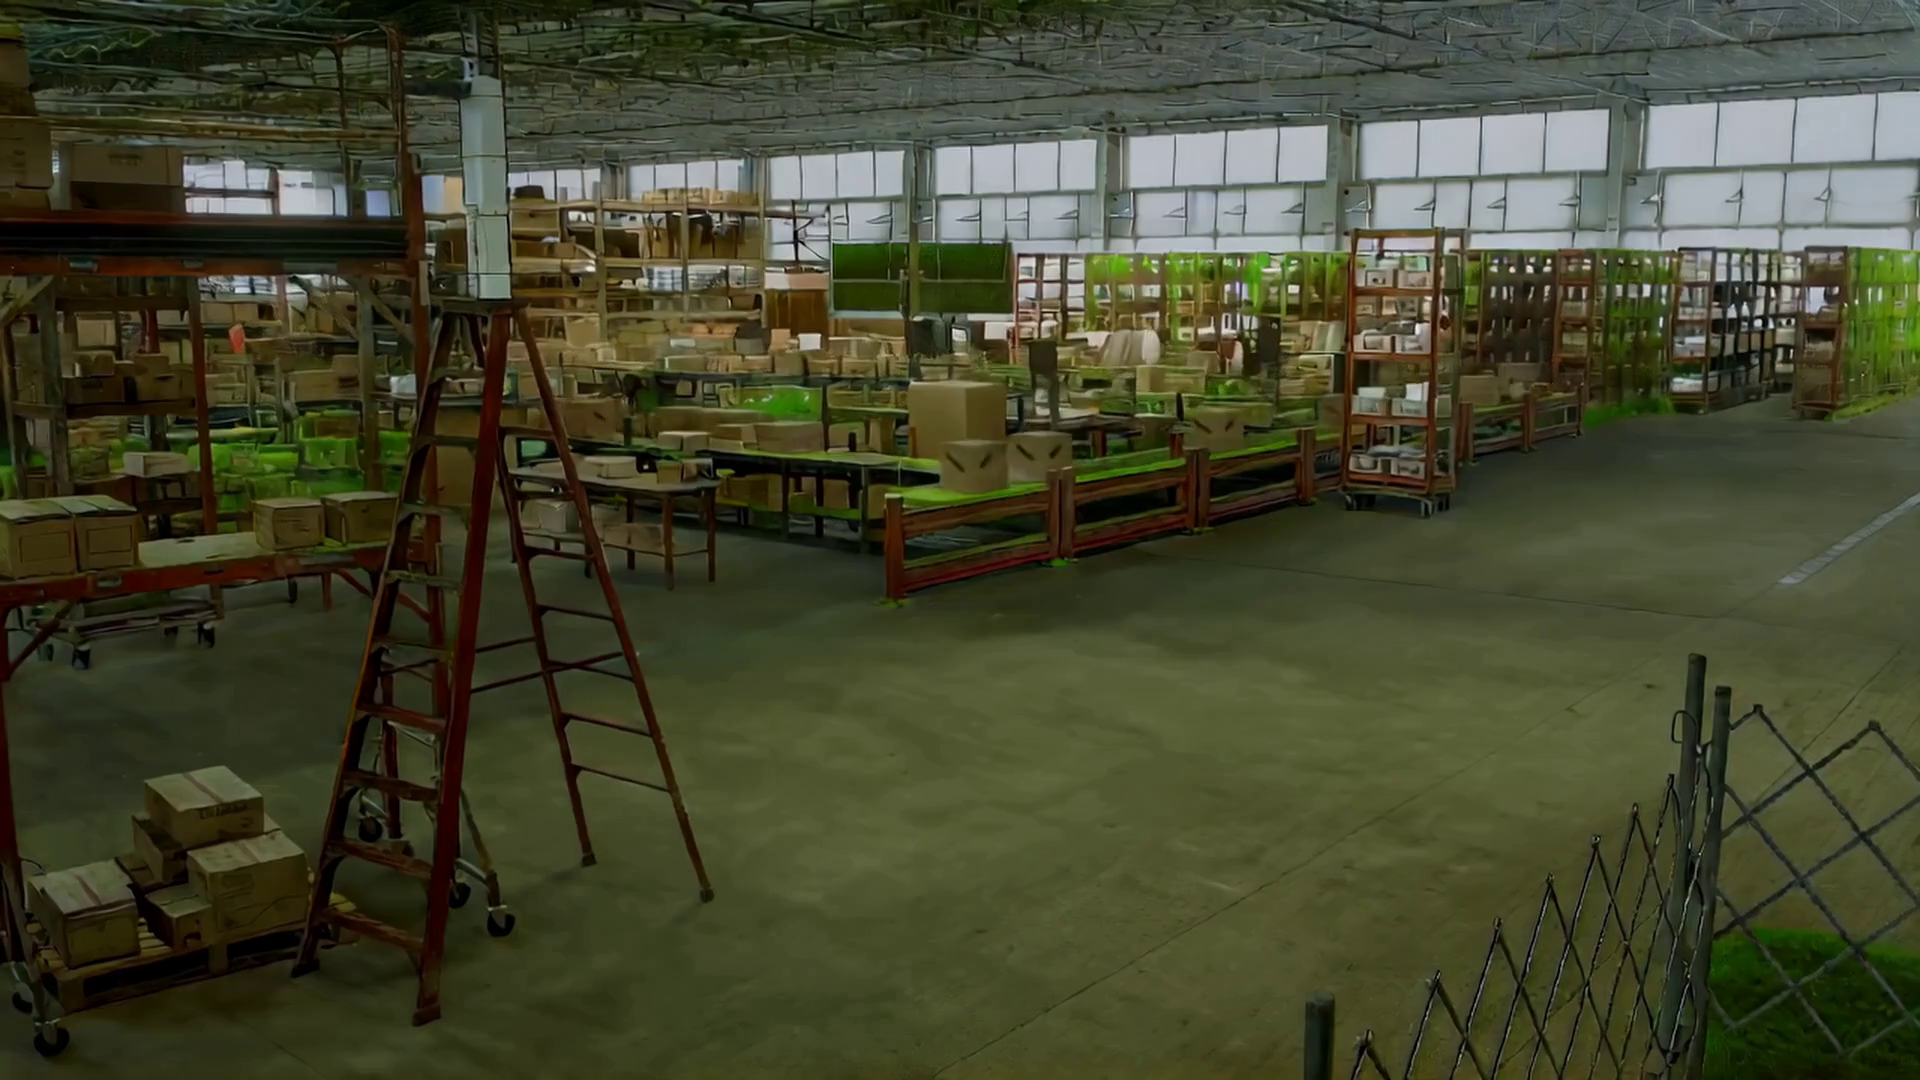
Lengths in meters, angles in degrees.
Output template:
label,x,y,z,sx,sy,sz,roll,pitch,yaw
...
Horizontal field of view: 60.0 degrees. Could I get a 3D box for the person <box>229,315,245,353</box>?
label,x,y,z,sx,sy,sz,roll,pitch,yaw
person,-19.152,-4.994,44.130,0.354,1.937,0.635,-5,10,-27

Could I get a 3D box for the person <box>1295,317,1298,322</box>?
label,x,y,z,sx,sy,sz,roll,pitch,yaw
person,10.280,-6.051,50.598,0.415,1.985,0.611,7,11,37

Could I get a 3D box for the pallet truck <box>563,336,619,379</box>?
label,x,y,z,sx,sy,sz,roll,pitch,yaw
pallet truck,-10.690,-5.294,48.215,1.601,1.201,0.680,-5,10,-26

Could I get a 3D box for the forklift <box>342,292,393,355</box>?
label,x,y,z,sx,sy,sz,roll,pitch,yaw
forklift,-16.485,-5.622,45.120,1.129,2.768,1.873,7,11,37

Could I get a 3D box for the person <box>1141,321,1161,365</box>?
label,x,y,z,sx,sy,sz,roll,pitch,yaw
person,4.810,-4.613,42.024,0.659,1.860,0.980,-9,13,-44

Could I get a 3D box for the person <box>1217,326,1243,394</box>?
label,x,y,z,sx,sy,sz,roll,pitch,yaw
person,6.159,-3.954,37.966,0.587,1.835,0.404,3,10,18

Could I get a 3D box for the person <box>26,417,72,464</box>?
label,x,y,z,sx,sy,sz,roll,pitch,yaw
person,-11.523,-1.212,21.064,0.554,1.753,0.353,0,9,0

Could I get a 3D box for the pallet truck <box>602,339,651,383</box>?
label,x,y,z,sx,sy,sz,roll,pitch,yaw
pallet truck,-8.991,-4.871,45.351,0.653,1.274,1.630,7,11,37

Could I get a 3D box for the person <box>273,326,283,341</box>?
label,x,y,z,sx,sy,sz,roll,pitch,yaw
person,-18.786,-5.079,45.724,0.814,1.595,0.521,-5,10,-28
